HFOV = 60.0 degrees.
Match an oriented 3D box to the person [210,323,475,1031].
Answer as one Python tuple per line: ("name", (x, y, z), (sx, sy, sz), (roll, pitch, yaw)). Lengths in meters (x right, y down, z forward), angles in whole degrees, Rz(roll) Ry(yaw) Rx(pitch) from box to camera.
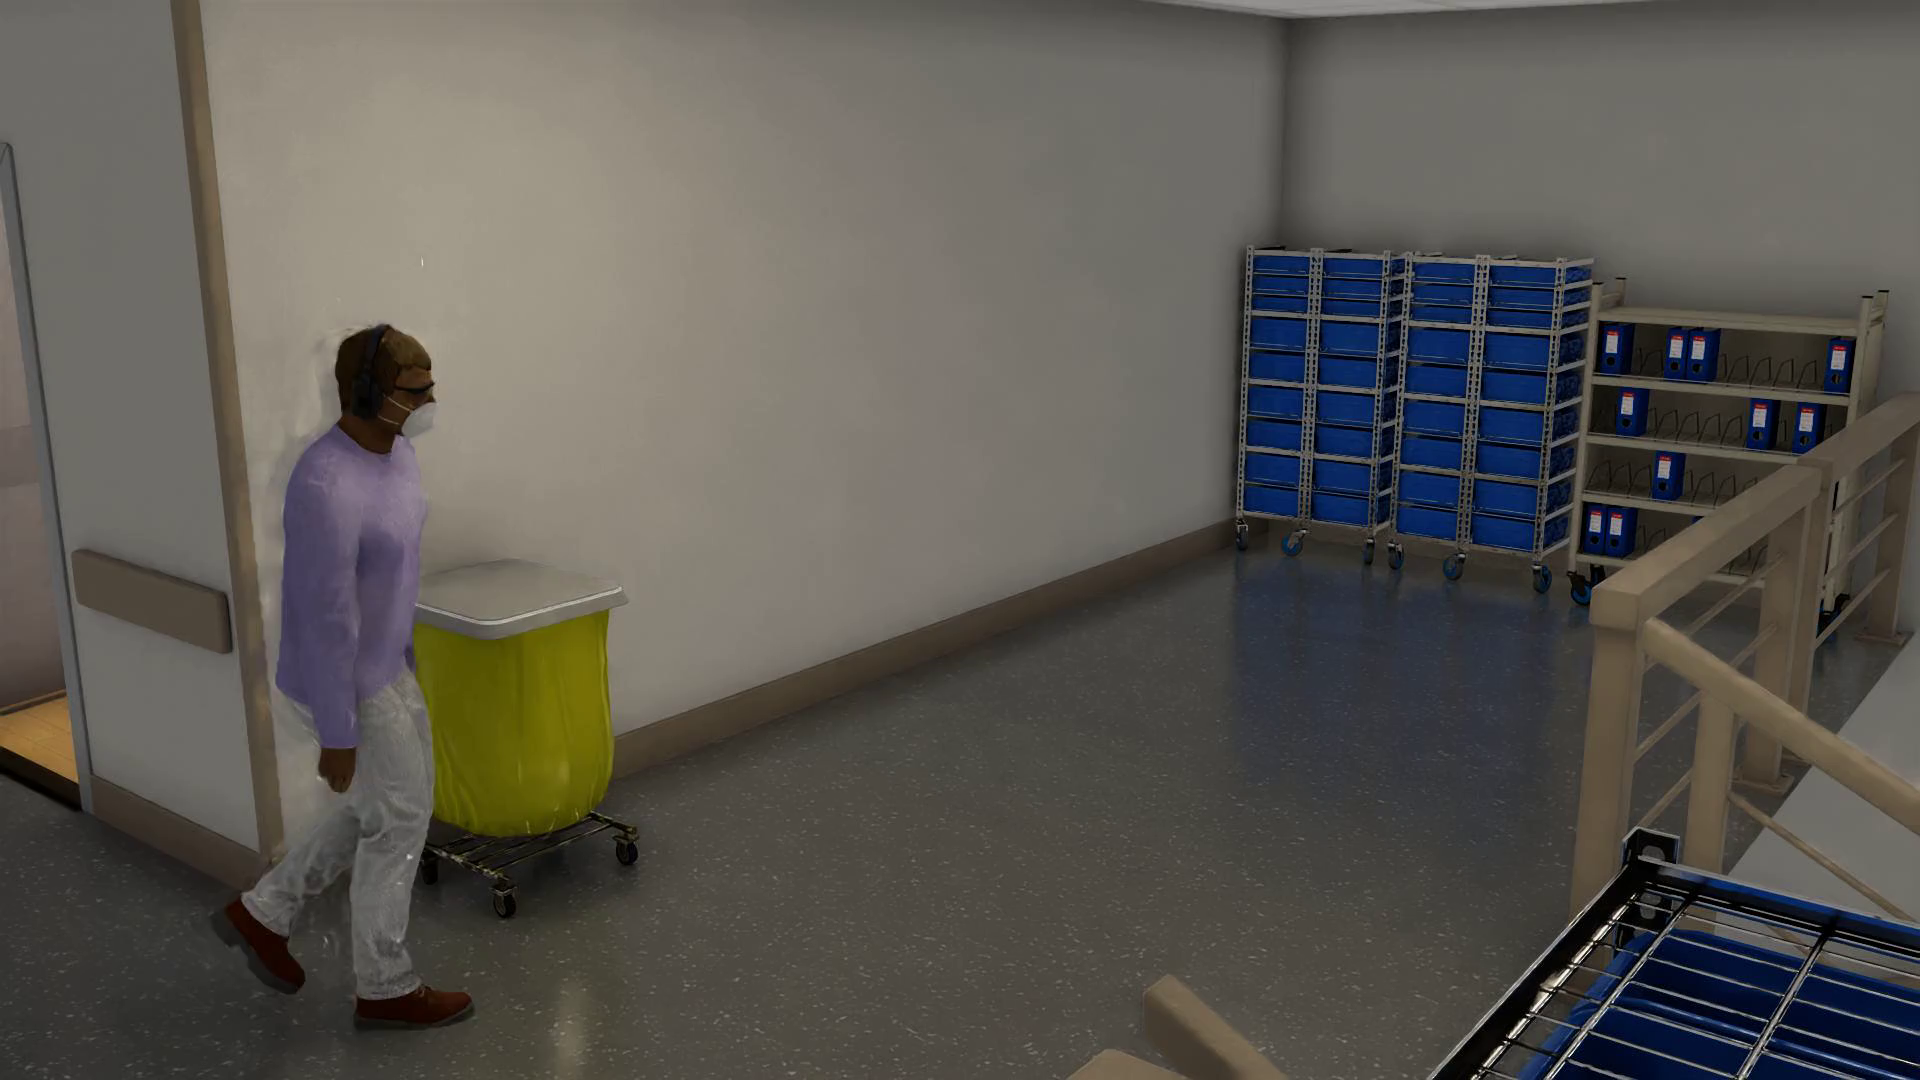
("person", (-1.617, 0.383, 4.311), (0.618, 1.904, 0.632), (-2, 14, -7))
